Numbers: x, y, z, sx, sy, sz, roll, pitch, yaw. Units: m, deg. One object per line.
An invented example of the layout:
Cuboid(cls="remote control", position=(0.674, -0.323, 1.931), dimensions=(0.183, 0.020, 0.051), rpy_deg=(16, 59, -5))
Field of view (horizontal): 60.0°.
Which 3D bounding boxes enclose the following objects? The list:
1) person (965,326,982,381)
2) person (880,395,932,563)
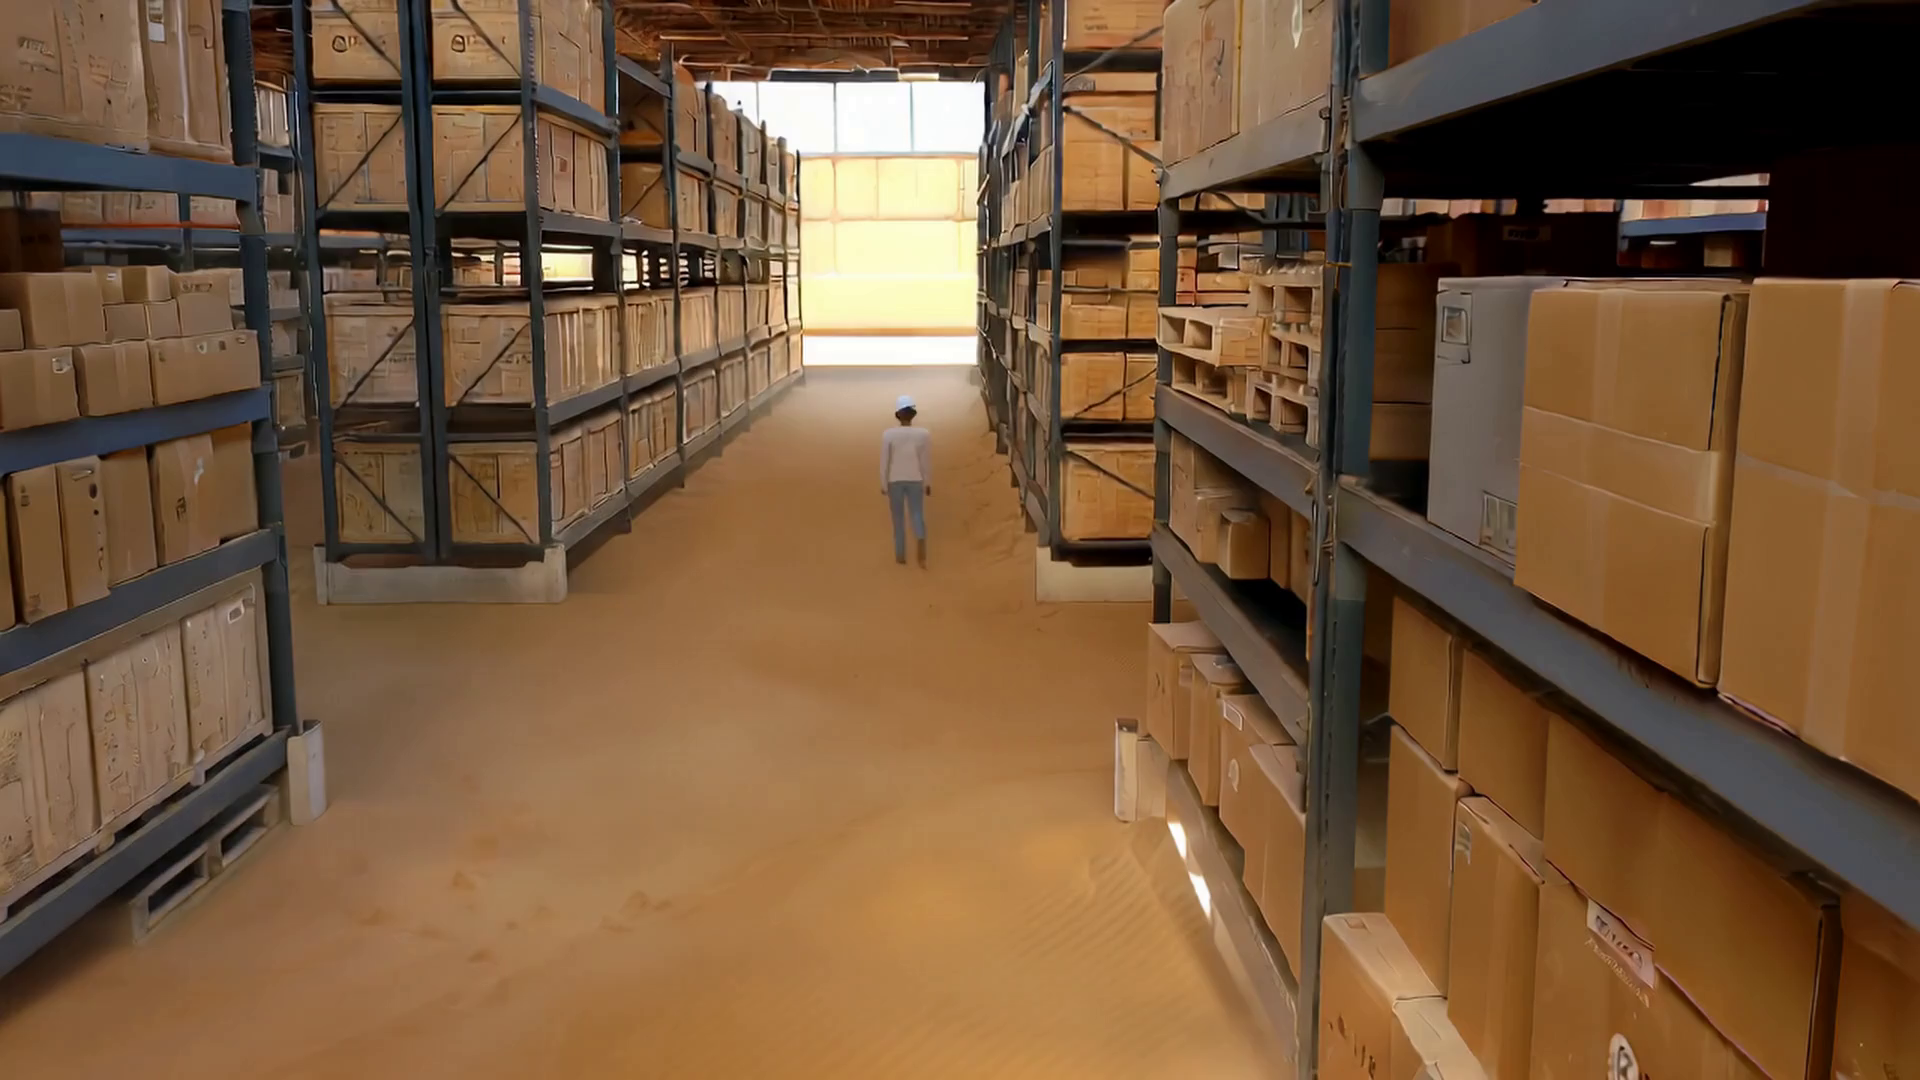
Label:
Cuboid(cls="person", position=(0.448, -4.931, 43.954), dimensions=(0.505, 1.625, 0.513), rpy_deg=(0, 9, 0))
Cuboid(cls="person", position=(-0.549, -0.603, 17.011), dimensions=(0.528, 1.753, 0.504), rpy_deg=(-2, 10, -14))
